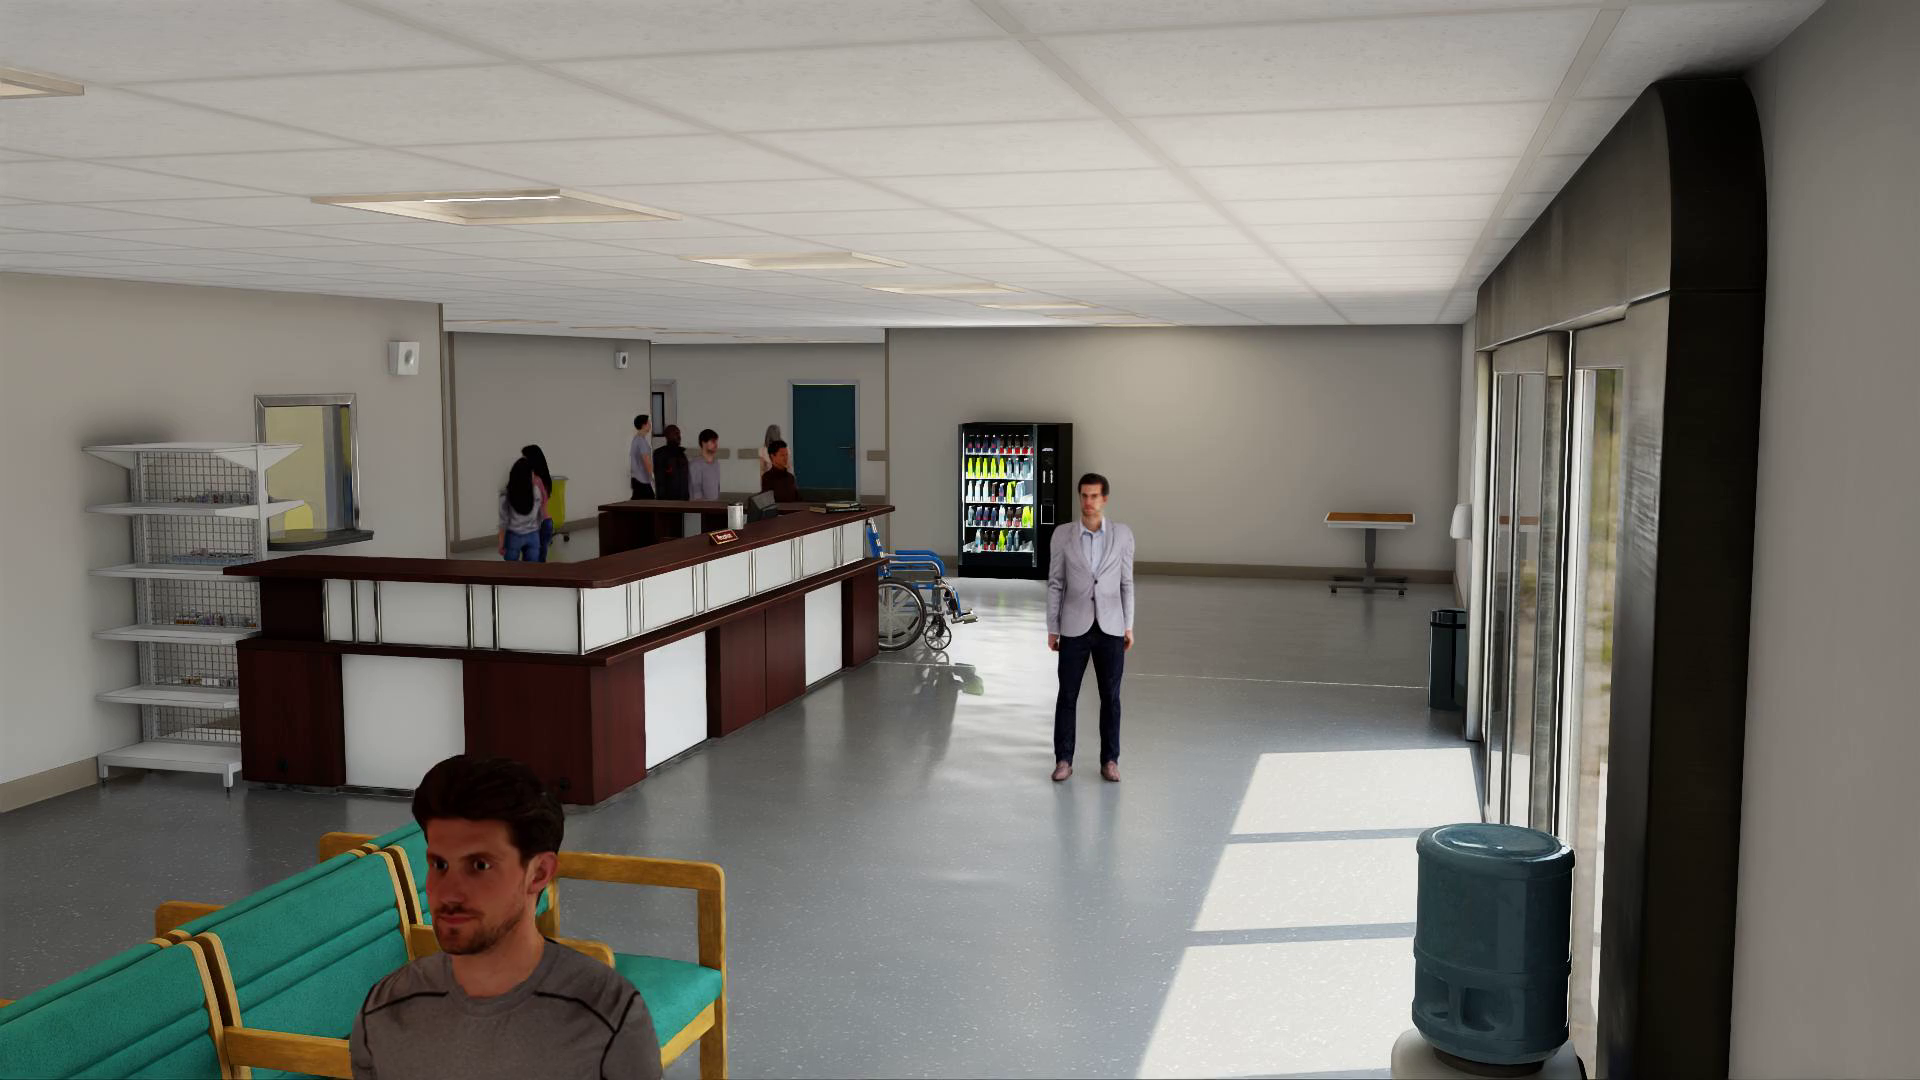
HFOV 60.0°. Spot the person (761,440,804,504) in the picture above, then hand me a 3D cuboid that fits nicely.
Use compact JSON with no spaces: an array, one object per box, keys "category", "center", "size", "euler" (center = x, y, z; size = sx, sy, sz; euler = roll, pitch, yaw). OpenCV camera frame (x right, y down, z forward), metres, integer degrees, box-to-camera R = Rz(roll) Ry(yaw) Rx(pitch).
[{"category":"person","center":[-1.866,-0.084,16.505],"size":[1.177,1.729,0.838],"euler":[3,6,28]}]

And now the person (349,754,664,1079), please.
[{"category":"person","center":[-0.671,1.244,2.549],"size":[0.919,1.881,0.775],"euler":[1,6,8]}]

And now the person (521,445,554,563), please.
[{"category":"person","center":[-4.064,-0.067,16.405],"size":[1.122,1.715,0.891],"euler":[-1,6,-8]}]

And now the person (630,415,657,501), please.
[{"category":"person","center":[-4.454,-0.760,22.773],"size":[1.277,1.821,1.071],"euler":[-2,6,-16]}]

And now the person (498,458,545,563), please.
[{"category":"person","center":[-4.155,0.037,15.960],"size":[1.003,1.598,1.098],"euler":[-4,7,-37]}]

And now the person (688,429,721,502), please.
[{"category":"person","center":[-2.811,-0.262,17.845],"size":[1.042,1.816,0.845],"euler":[4,7,34]}]

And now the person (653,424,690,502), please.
[{"category":"person","center":[-3.506,-0.488,20.086],"size":[0.718,1.818,0.760],"euler":[4,7,33]}]

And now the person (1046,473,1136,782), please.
[{"category":"person","center":[0.792,0.514,9.966],"size":[0.580,1.848,0.788],"euler":[0,6,2]}]

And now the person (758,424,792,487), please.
[{"category":"person","center":[-2.526,-0.709,22.838],"size":[1.135,1.706,0.792],"euler":[0,6,5]}]
